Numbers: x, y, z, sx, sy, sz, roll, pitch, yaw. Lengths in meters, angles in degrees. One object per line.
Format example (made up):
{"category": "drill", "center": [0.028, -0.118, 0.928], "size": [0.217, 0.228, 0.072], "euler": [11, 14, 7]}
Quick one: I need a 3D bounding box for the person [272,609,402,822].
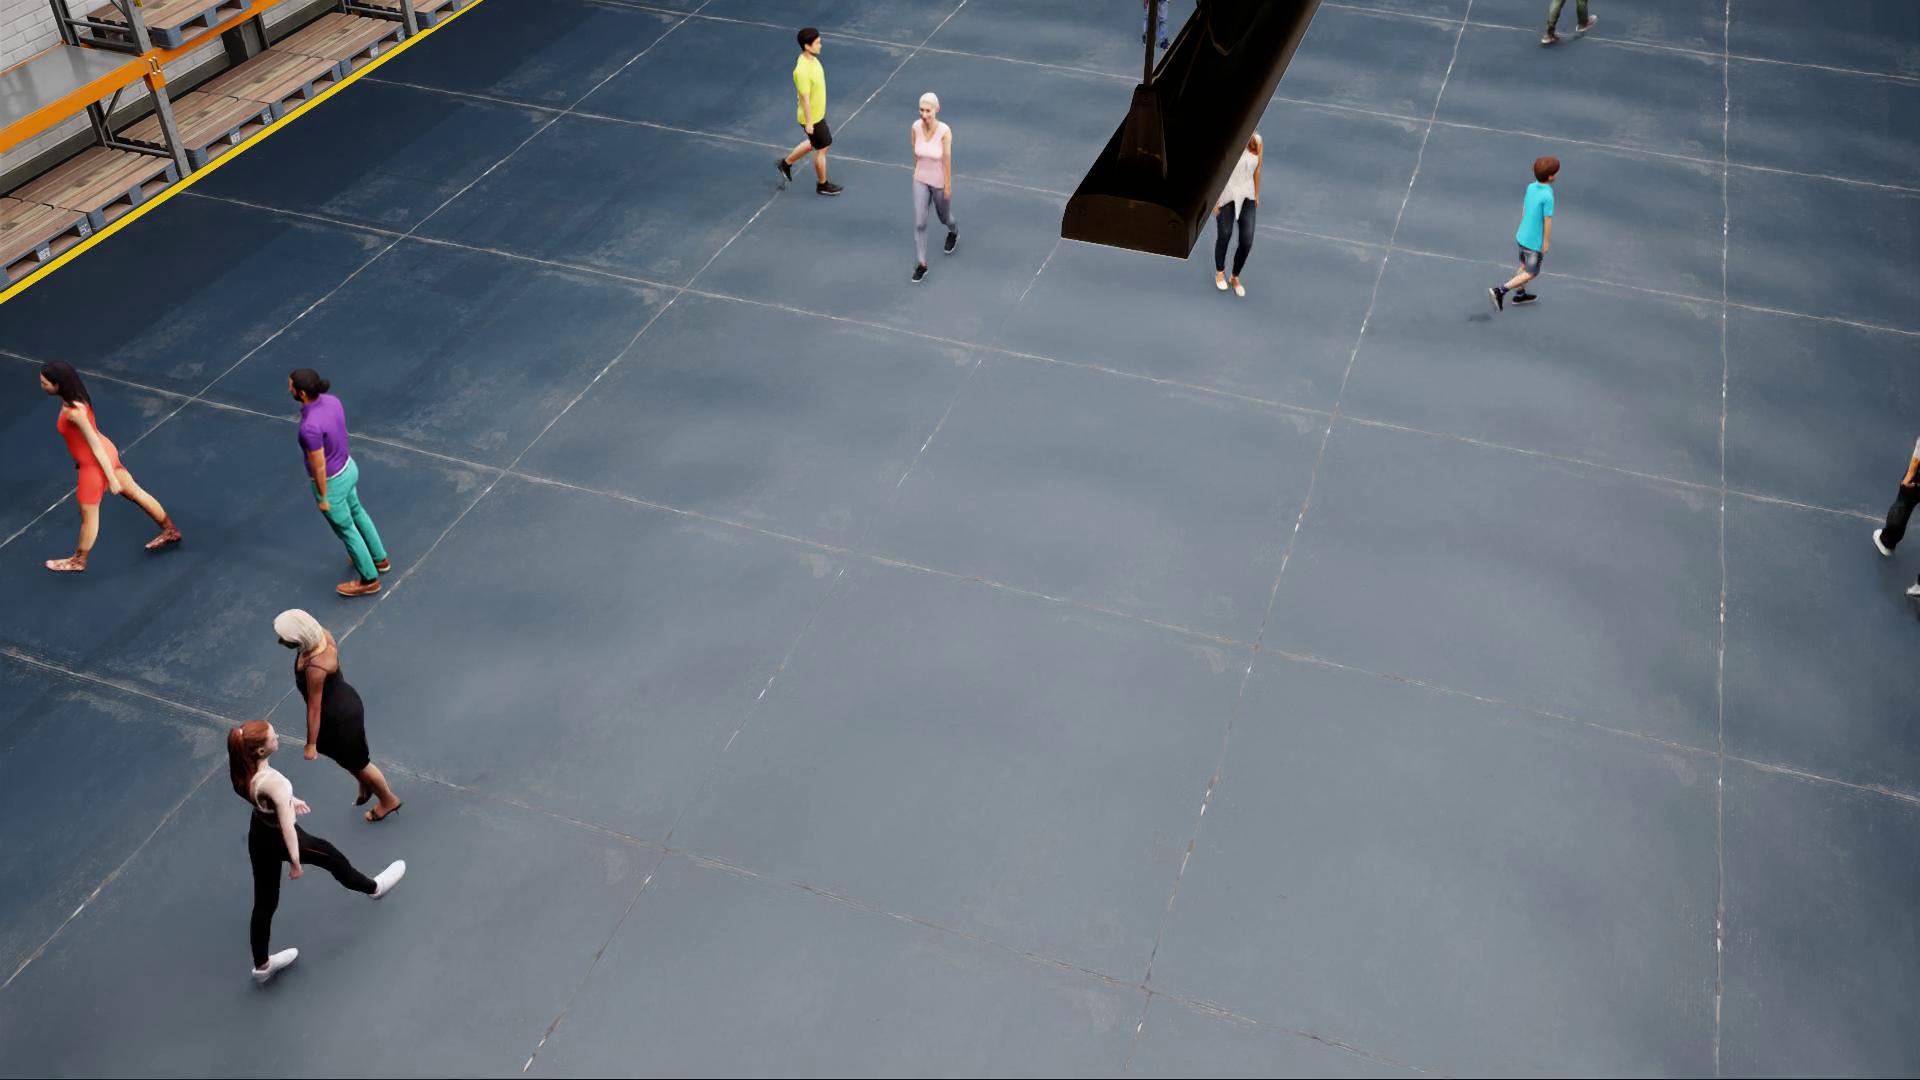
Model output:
{"category": "person", "center": [-3.534, 1.016, 9.689], "size": [0.832, 1.717, 0.758], "euler": [-11, 40, -13]}

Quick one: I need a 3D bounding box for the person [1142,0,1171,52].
{"category": "person", "center": [2.253, -6.332, 19.274], "size": [0.741, 1.237, 0.861], "euler": [-8, 39, -10]}

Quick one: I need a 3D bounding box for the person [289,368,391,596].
{"category": "person", "center": [-4.285, -0.414, 11.442], "size": [0.742, 1.764, 0.597], "euler": [0, 39, 0]}

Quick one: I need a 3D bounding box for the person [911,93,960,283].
{"category": "person", "center": [-0.212, -3.254, 15.053], "size": [0.535, 1.695, 1.091], "euler": [13, 40, 15]}

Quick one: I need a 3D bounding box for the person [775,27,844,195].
{"category": "person", "center": [-1.514, -4.163, 16.197], "size": [0.876, 1.689, 0.939], "euler": [1, 39, 1]}

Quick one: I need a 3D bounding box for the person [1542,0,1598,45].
{"category": "person", "center": [7.065, -6.539, 19.234], "size": [1.188, 1.610, 1.002], "euler": [-25, 45, -28]}

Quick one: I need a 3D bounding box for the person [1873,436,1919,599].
{"category": "person", "center": [6.770, -0.400, 11.411], "size": [0.774, 1.781, 1.180], "euler": [7, 39, 8]}

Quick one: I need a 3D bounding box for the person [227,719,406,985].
{"category": "person", "center": [-3.704, 1.687, 8.879], "size": [0.849, 1.680, 1.278], "euler": [25, 45, 28]}

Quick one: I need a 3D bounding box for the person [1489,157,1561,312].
{"category": "person", "center": [4.941, -2.645, 14.497], "size": [0.822, 1.437, 0.817], "euler": [-8, 39, -10]}

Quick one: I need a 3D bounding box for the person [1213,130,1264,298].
{"category": "person", "center": [2.412, -3.052, 14.739], "size": [0.757, 1.773, 0.808], "euler": [-6, 39, -8]}

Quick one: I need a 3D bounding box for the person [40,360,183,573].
{"category": "person", "center": [-5.946, -0.533, 11.670], "size": [1.182, 1.666, 1.098], "euler": [-18, 42, -21]}
